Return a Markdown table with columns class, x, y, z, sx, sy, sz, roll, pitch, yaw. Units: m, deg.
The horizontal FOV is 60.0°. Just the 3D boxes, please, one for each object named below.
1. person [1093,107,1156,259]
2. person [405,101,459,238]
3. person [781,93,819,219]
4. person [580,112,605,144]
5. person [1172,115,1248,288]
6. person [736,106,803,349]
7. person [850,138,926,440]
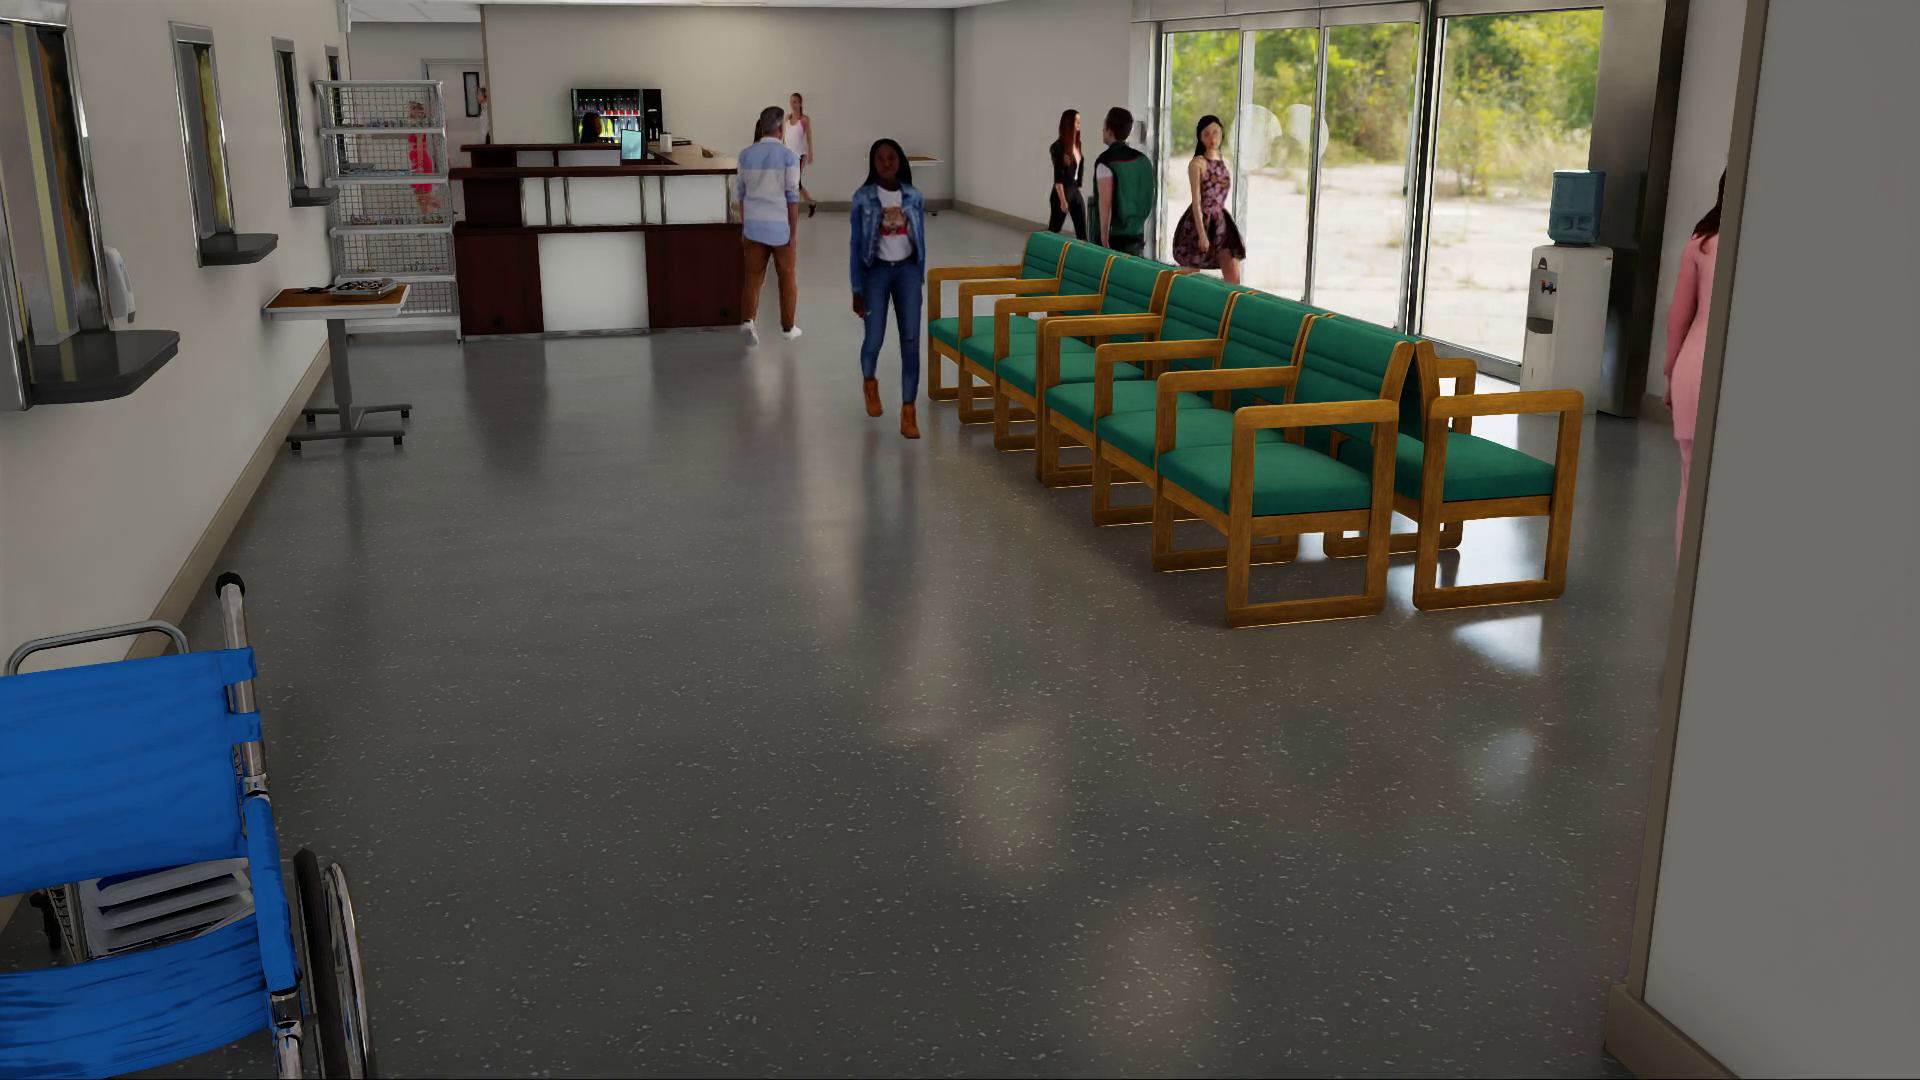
| class | x | y | z | sx | sy | sz | roll | pitch | yaw |
| --- | --- | --- | --- | --- | --- | --- | --- | --- | --- |
| person | 1.181 | -2.111 | 11.770 | 1.046 | 1.821 | 0.955 | -12 | 20 | -37 |
| person | -6.817 | -4.750 | 21.329 | 0.865 | 1.712 | 0.671 | -7 | 17 | -23 |
| person | -2.255 | -5.348 | 23.364 | 1.081 | 1.759 | 1.133 | 9 | 18 | 28 |
| person | -4.448 | -4.261 | 19.836 | 1.093 | 1.583 | 0.683 | -3 | 16 | -11 |
| person | 1.771 | -2.235 | 12.421 | 1.211 | 1.706 | 1.004 | -13 | 20 | -38 |
| person | -1.494 | -2.362 | 12.706 | 1.173 | 1.796 | 1.070 | 3 | 16 | 10 |
| person | -0.445 | -1.460 | 9.753 | 1.138 | 1.662 | 0.685 | -4 | 16 | -12 |
